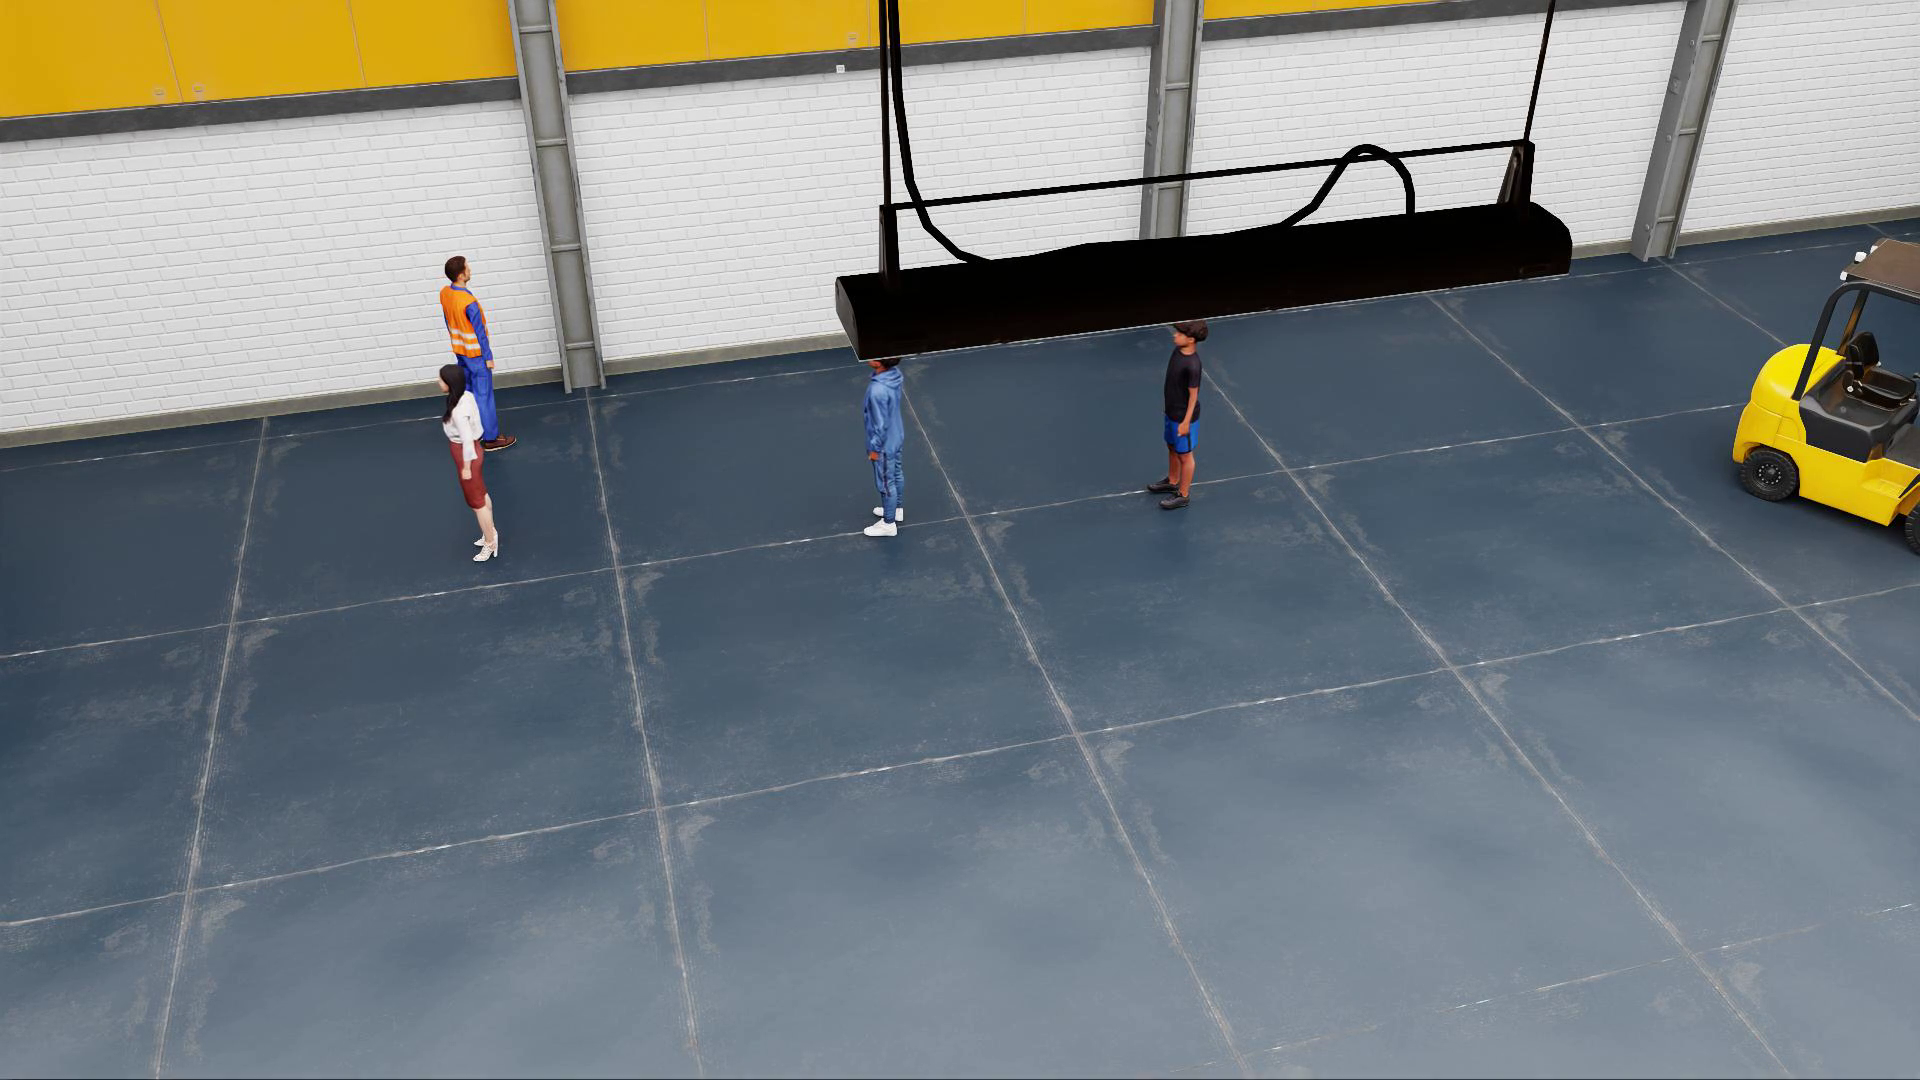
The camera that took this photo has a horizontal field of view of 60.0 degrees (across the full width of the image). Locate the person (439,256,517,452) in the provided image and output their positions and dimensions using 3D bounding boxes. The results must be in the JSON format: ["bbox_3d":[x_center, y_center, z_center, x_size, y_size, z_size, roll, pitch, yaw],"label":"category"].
[{"bbox_3d":[-4.382,-1.681,14.928,0.784,1.864,0.807,25,41,33],"label":"person"}]

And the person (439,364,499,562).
[{"bbox_3d":[-3.969,-0.627,13.445,0.527,1.750,0.618,-6,34,-9],"label":"person"}]

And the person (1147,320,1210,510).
[{"bbox_3d":[1.890,-1.109,14.126,0.563,1.799,0.582,-8,34,-12],"label":"person"}]

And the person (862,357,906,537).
[{"bbox_3d":[-0.616,-0.874,13.760,0.751,1.811,0.760,8,34,11],"label":"person"}]
